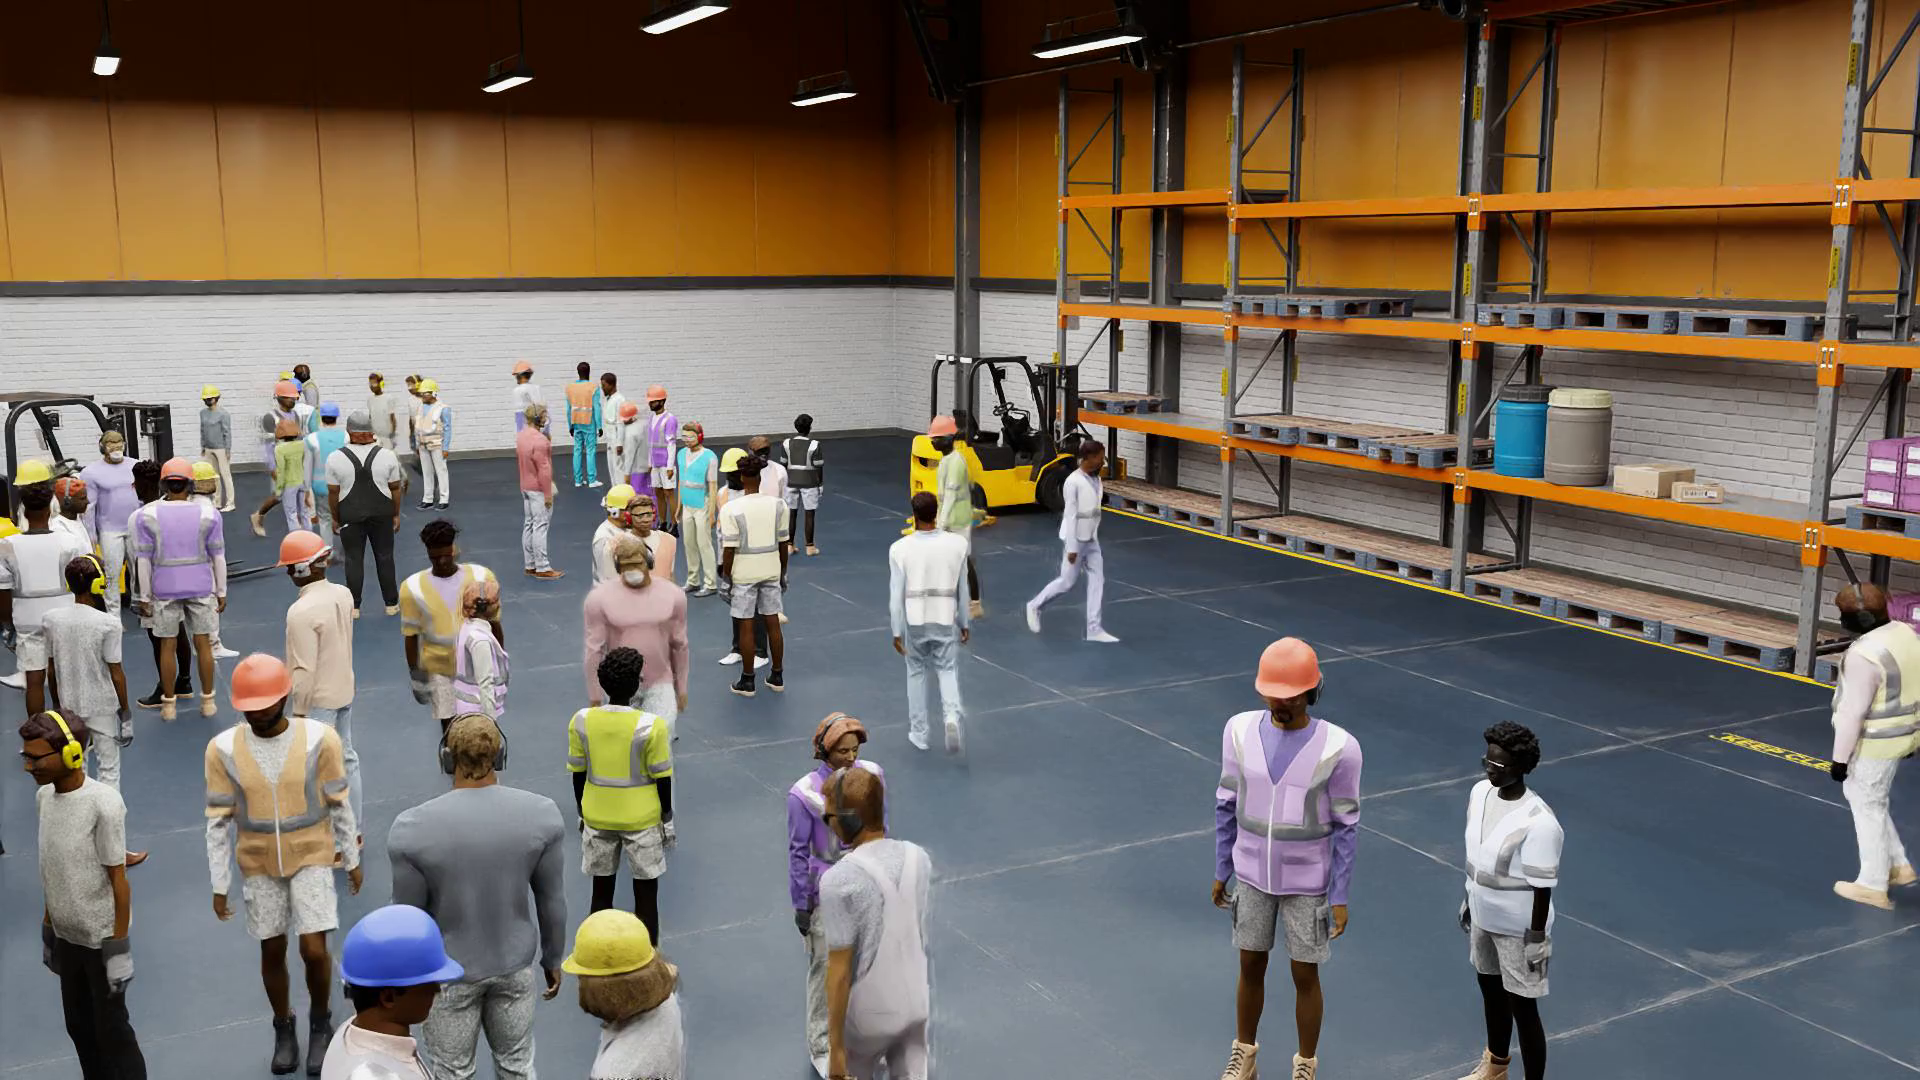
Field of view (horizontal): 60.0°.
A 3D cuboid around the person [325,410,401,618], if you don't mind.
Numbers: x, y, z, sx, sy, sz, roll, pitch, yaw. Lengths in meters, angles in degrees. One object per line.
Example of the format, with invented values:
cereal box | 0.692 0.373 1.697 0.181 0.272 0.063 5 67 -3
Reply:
person | -5.849 -0.258 16.351 0.683 2.000 0.537 -4 11 -22

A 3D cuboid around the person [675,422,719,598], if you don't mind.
person | -2.720 -0.324 17.331 0.582 1.830 0.393 9 13 42

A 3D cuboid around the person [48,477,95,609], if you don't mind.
person | -6.761 0.455 12.709 0.338 1.880 0.575 -3 10 -14

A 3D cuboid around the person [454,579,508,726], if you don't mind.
person | -2.881 1.043 10.042 0.314 1.629 0.508 -4 11 -23

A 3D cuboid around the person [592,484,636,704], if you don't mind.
person | -2.613 0.470 12.812 0.403 1.817 0.605 1 10 5

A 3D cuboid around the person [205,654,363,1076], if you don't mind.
person | -2.907 1.403 7.168 0.595 1.909 0.550 -3 10 -14

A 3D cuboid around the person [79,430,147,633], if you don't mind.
person | -7.905 -0.079 15.658 0.384 1.929 0.635 9 13 41

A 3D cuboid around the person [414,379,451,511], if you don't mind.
person | -7.312 -1.312 23.013 0.589 1.833 0.404 4 11 23

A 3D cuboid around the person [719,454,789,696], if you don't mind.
person | -1.665 0.280 13.470 0.613 1.962 0.362 -7 12 -34

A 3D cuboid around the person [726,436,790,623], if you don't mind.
person | -1.917 -0.086 15.955 0.624 1.835 0.429 -5 11 -26

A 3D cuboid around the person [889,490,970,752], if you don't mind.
person | -0.202 0.594 11.847 0.603 1.899 0.656 -2 10 -12

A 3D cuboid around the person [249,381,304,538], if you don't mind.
person | -8.392 -0.966 20.541 0.856 2.017 0.617 4 11 24

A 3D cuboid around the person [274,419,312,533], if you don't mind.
person | -7.856 -0.611 19.550 0.283 1.634 0.498 4 10 20

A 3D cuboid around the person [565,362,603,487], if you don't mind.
person | -5.725 -1.754 25.349 0.587 1.911 0.393 4 10 20

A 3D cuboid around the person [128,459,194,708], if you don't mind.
person | -6.325 0.339 13.125 0.365 1.965 0.608 1 10 8

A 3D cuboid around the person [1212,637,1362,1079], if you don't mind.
person | 1.322 1.390 6.860 0.605 2.041 0.387 6 11 30

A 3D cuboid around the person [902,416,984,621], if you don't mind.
person | -0.205 -0.188 16.053 0.959 2.002 0.615 -3 10 -16

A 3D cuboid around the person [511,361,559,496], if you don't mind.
person | -6.187 -1.606 24.304 0.812 1.994 0.630 3 10 17

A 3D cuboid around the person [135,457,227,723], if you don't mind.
person | -5.941 0.379 12.734 0.613 2.028 0.409 -5 11 -27

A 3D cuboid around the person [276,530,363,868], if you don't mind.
person | -3.737 0.923 9.704 0.388 1.987 0.608 1 10 5

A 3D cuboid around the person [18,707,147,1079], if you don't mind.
person | -3.401 1.556 6.453 0.524 1.857 0.341 6 11 29

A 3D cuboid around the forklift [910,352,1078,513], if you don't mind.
forklift | 0.460 -1.461 22.833 2.313 2.155 1.214 -5 11 -28

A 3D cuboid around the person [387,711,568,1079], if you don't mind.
person | -1.757 1.577 6.124 0.636 1.928 0.383 -5 11 -29

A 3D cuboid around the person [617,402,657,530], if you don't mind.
person | -4.095 -0.922 21.151 0.352 1.706 0.703 1 10 7

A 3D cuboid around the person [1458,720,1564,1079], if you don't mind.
person | 2.253 1.566 6.871 0.321 1.693 0.539 -3 10 -16

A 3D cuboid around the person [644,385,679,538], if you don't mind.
person | -3.741 -0.969 20.766 0.388 1.930 0.544 -9 13 -42

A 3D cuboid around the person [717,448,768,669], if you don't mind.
person | -1.887 0.157 14.323 0.583 1.919 0.394 8 13 38

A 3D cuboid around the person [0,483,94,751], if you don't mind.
person | -6.463 0.571 11.790 0.613 1.964 0.361 -4 11 -22

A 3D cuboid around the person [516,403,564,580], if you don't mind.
person | -4.621 -0.531 18.212 0.366 1.939 0.635 -7 12 -36

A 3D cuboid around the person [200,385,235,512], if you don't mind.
person | -10.260 -1.256 22.919 0.524 1.760 0.335 4 11 24

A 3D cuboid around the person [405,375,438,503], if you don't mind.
person | -7.608 -1.434 23.675 0.551 1.848 0.434 3 10 14

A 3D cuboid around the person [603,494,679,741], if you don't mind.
person | -2.314 0.573 12.121 0.565 1.846 0.389 -8 12 -38

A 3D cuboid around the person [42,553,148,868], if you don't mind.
person | -5.015 1.005 9.608 0.510 1.861 0.324 1 10 8

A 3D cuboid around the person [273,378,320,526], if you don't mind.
person | -8.651 -1.138 21.722 0.604 1.939 0.415 0 10 -1

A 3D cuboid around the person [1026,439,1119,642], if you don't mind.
person | 1.049 -0.005 15.391 0.888 1.877 0.597 6 12 32

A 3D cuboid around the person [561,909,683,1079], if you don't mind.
person | -0.965 1.892 4.845 0.345 1.733 0.532 1 10 7

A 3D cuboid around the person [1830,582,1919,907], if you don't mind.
person | 4.985 1.120 9.080 0.704 1.810 0.444 -8 13 -38

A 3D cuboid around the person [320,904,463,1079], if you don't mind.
person | -1.446 1.882 4.301 0.390 1.945 0.603 -5 11 -25

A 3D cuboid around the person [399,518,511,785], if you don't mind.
person | -3.194 0.802 10.568 0.660 1.934 0.581 -3 10 -18

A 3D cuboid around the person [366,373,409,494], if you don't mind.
person | -8.363 -1.523 24.208 0.539 1.845 0.795 3 10 15

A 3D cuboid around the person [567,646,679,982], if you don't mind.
person | -1.627 1.352 8.070 0.540 1.695 0.316 3 10 15

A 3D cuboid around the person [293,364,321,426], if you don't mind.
person | -10.212 -1.829 26.005 0.429 1.837 0.624 -6 11 -30

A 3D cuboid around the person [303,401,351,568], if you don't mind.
person | -7.015 -0.597 18.666 0.659 1.909 0.777 -4 11 -23

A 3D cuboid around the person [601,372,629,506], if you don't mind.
person | -4.816 -1.391 23.257 0.423 1.910 0.606 -5 11 -28

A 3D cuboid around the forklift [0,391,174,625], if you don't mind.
forklift | -9.026 -0.363 16.508 1.214 2.155 2.313 6 11 29

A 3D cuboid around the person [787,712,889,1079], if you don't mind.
person | -0.520 1.533 7.217 0.522 1.631 0.324 -9 13 -42

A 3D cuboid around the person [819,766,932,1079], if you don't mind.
person | -0.351 1.681 5.902 0.527 1.786 0.905 -9 13 -41

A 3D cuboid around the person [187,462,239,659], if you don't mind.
person | -6.656 0.176 14.705 0.483 1.745 0.302 9 13 43

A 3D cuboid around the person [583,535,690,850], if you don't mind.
person | -1.981 0.884 10.189 0.640 1.911 0.810 -3 10 -18

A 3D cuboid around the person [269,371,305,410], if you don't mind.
person | -10.247 -1.693 25.398 0.534 1.767 0.320 -6 12 -32

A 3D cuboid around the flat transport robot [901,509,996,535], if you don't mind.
flat transport robot | -0.129 -0.238 21.323 0.652 0.197 1.431 5 11 26

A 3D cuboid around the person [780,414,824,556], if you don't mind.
person | -1.851 -0.642 19.584 0.539 1.686 0.320 2 10 14
